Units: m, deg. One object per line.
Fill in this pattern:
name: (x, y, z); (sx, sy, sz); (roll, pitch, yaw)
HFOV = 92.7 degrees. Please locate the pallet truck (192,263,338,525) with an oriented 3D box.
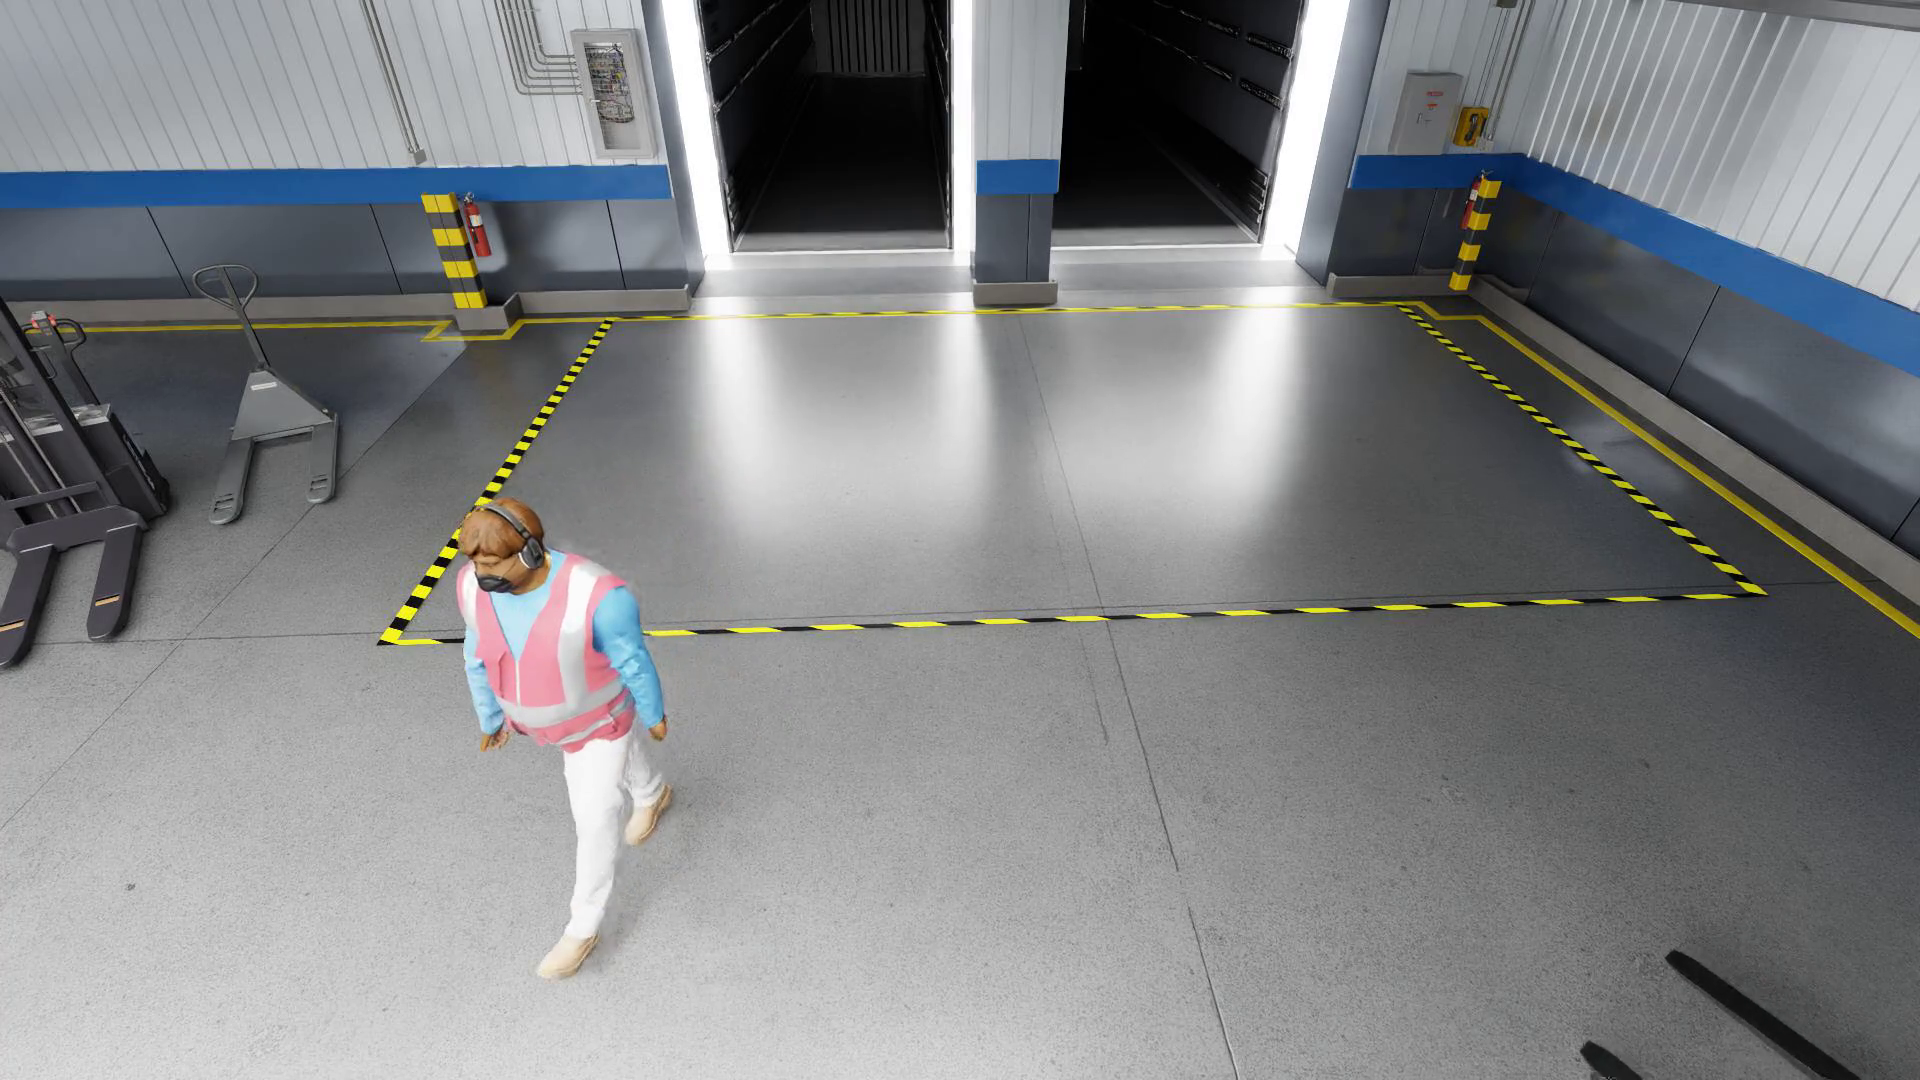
pallet truck: (-4.778, -1.027, 6.128); (0.680, 1.201, 1.601); (-17, 38, -23)

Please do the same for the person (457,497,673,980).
person: (-1.419, 0.663, 3.200); (0.644, 1.796, 0.961); (10, 36, 14)

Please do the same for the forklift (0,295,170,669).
forklift: (-5.212, -0.618, 4.878); (0.823, 1.965, 1.885); (-20, 39, -26)
